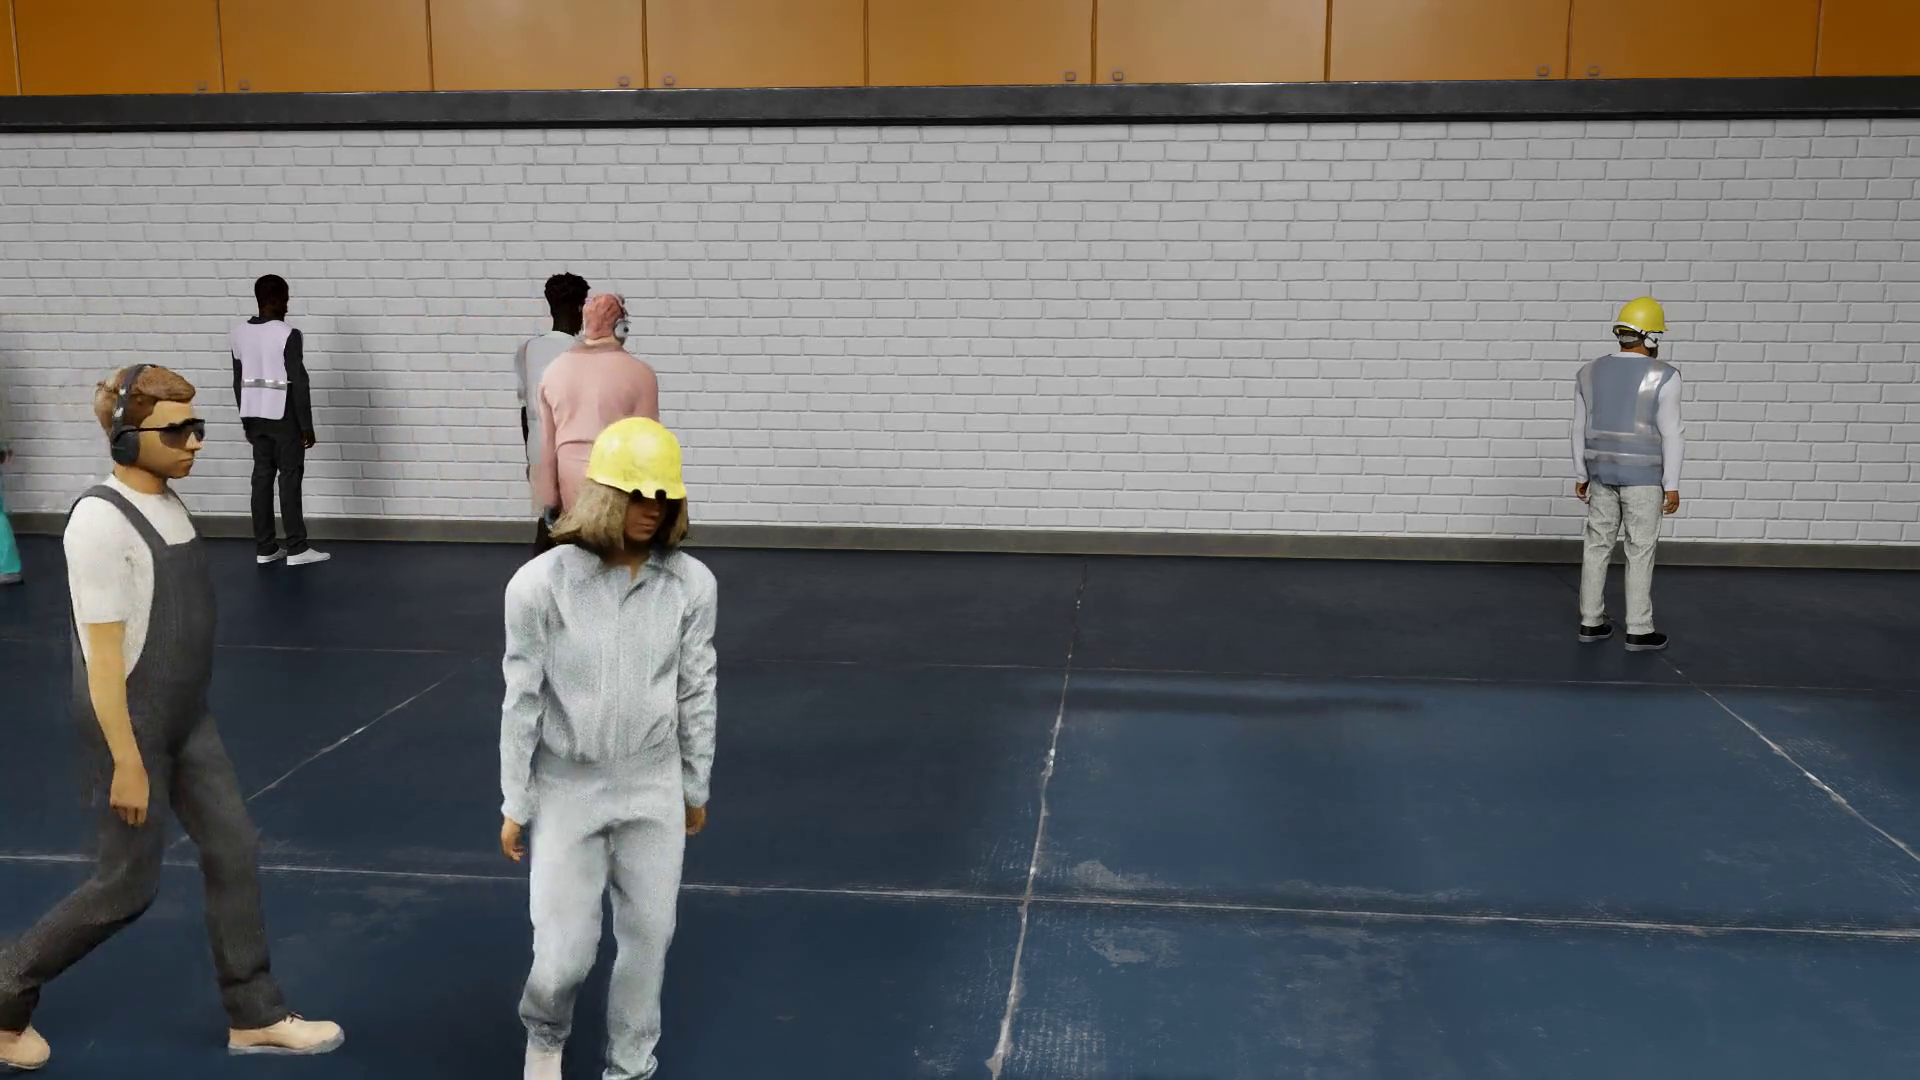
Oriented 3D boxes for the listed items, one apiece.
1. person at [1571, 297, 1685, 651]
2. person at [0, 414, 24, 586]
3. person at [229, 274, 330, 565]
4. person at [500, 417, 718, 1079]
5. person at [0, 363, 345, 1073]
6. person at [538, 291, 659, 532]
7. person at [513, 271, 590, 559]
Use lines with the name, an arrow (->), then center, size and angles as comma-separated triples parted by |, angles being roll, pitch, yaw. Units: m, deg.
person -> 3.490, -0.344, 8.676 | 0.404, 1.830, 0.603 | -8, 12, -37
person -> -6.163, -0.565, 10.174 | 0.738, 1.736, 0.553 | -2, 10, -9
person -> -4.520, -0.785, 10.974 | 0.587, 1.914, 0.392 | 4, 11, 22
person -> -0.793, 0.566, 3.785 | 0.508, 1.714, 0.519 | -6, 11, -30
person -> -2.066, 0.472, 4.086 | 0.841, 1.818, 0.516 | -1, 10, -3
person -> -1.699, -0.203, 7.723 | 0.665, 1.888, 0.707 | 4, 11, 23
person -> -2.112, -0.453, 8.945 | 0.607, 1.958, 0.372 | 6, 11, 29
